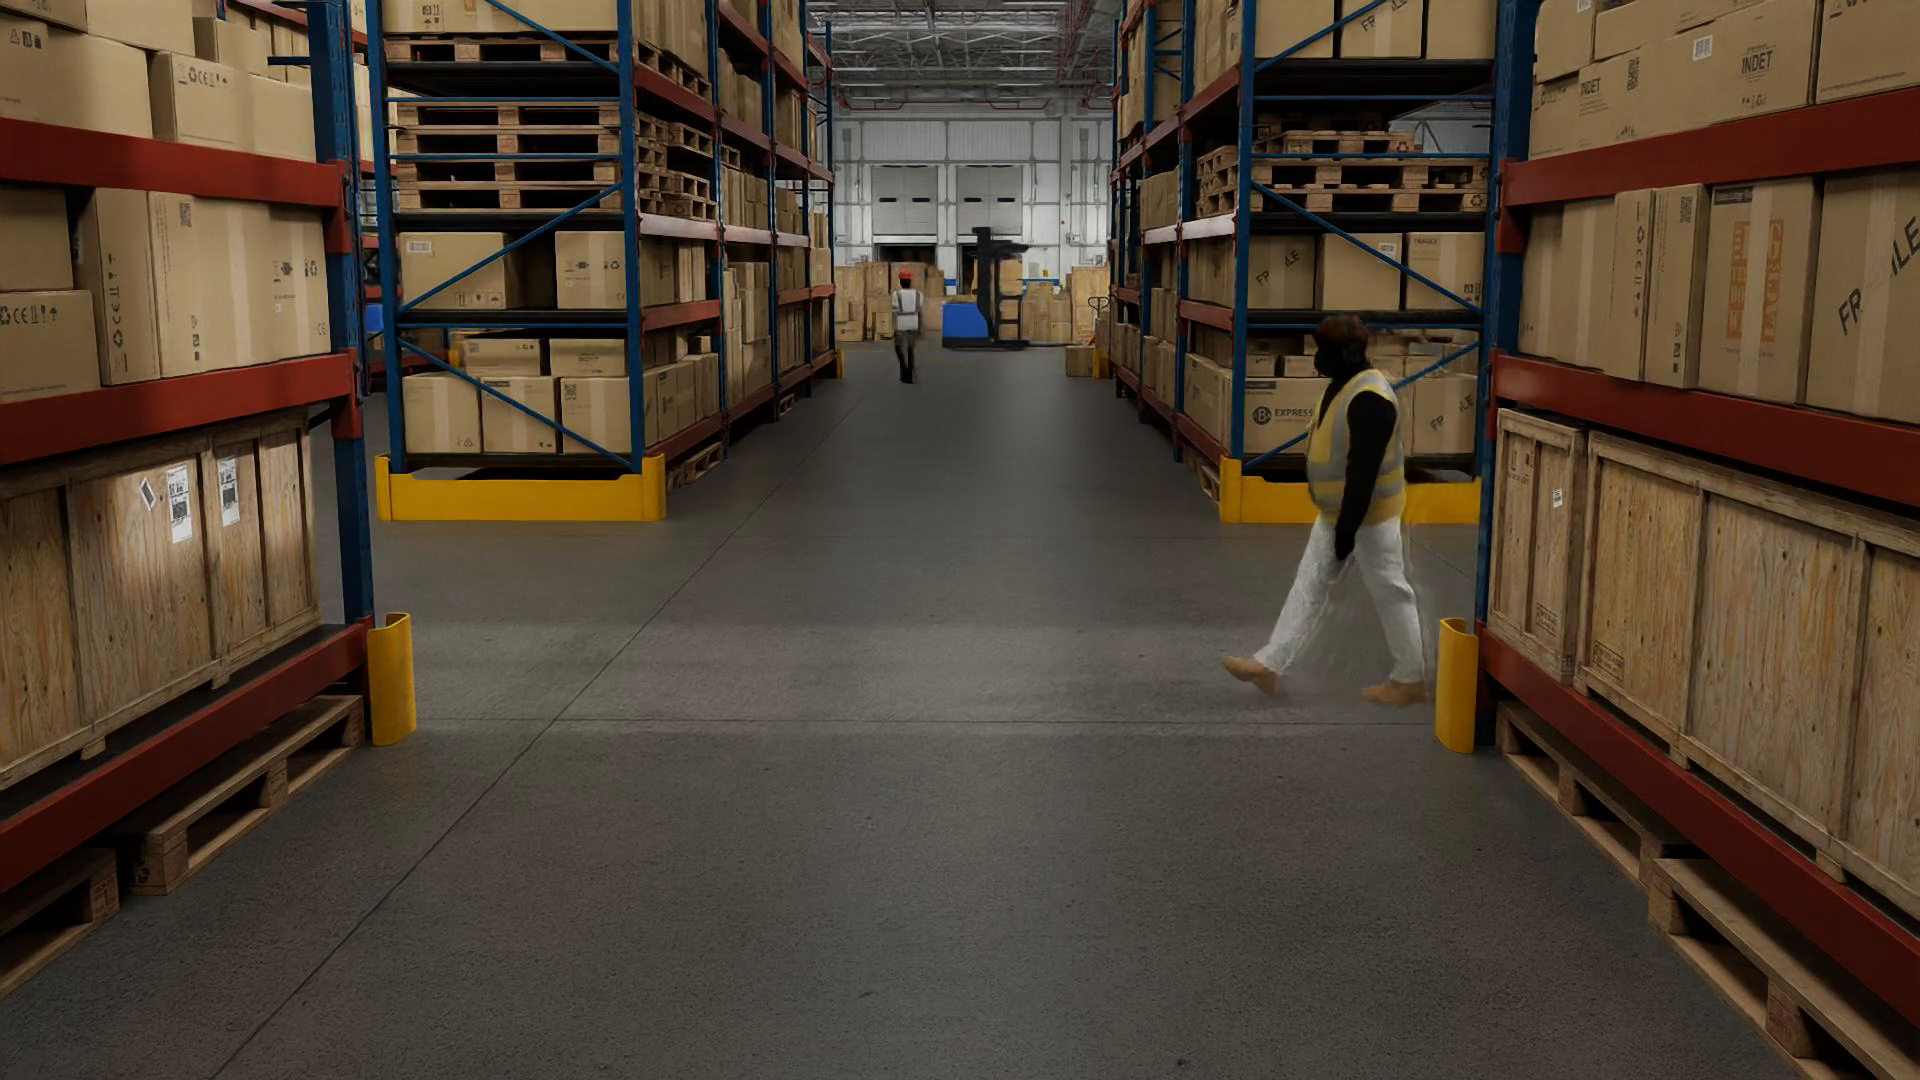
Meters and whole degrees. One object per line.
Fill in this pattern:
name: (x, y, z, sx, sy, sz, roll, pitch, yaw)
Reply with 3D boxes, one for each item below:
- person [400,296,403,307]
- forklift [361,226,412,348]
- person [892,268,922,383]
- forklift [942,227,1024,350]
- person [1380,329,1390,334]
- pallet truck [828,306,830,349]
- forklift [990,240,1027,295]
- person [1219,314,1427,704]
person: (-12.921, -5.140, 38.063, 0.308, 1.641, 0.517, 2, 10, 13)
forklift: (-13.153, -5.589, 37.038, 1.129, 2.768, 1.873, 0, 9, 1)
person: (-0.894, -3.579, 27.836, 0.543, 1.926, 0.421, -4, 10, -22)
forklift: (0.523, -5.795, 38.271, 1.873, 2.768, 1.129, 0, 9, 1)
person: (7.240, -3.636, 28.878, 0.316, 1.696, 0.541, -9, 13, -43)
pallet truck: (-3.100, -3.940, 29.800, 1.885, 1.965, 0.823, 3, 10, 19)
forklift: (1.451, -9.341, 59.516, 1.129, 2.768, 1.873, 9, 13, 44)
person: (1.704, -0.121, 7.556, 0.985, 1.783, 0.647, -1, 10, -4)
